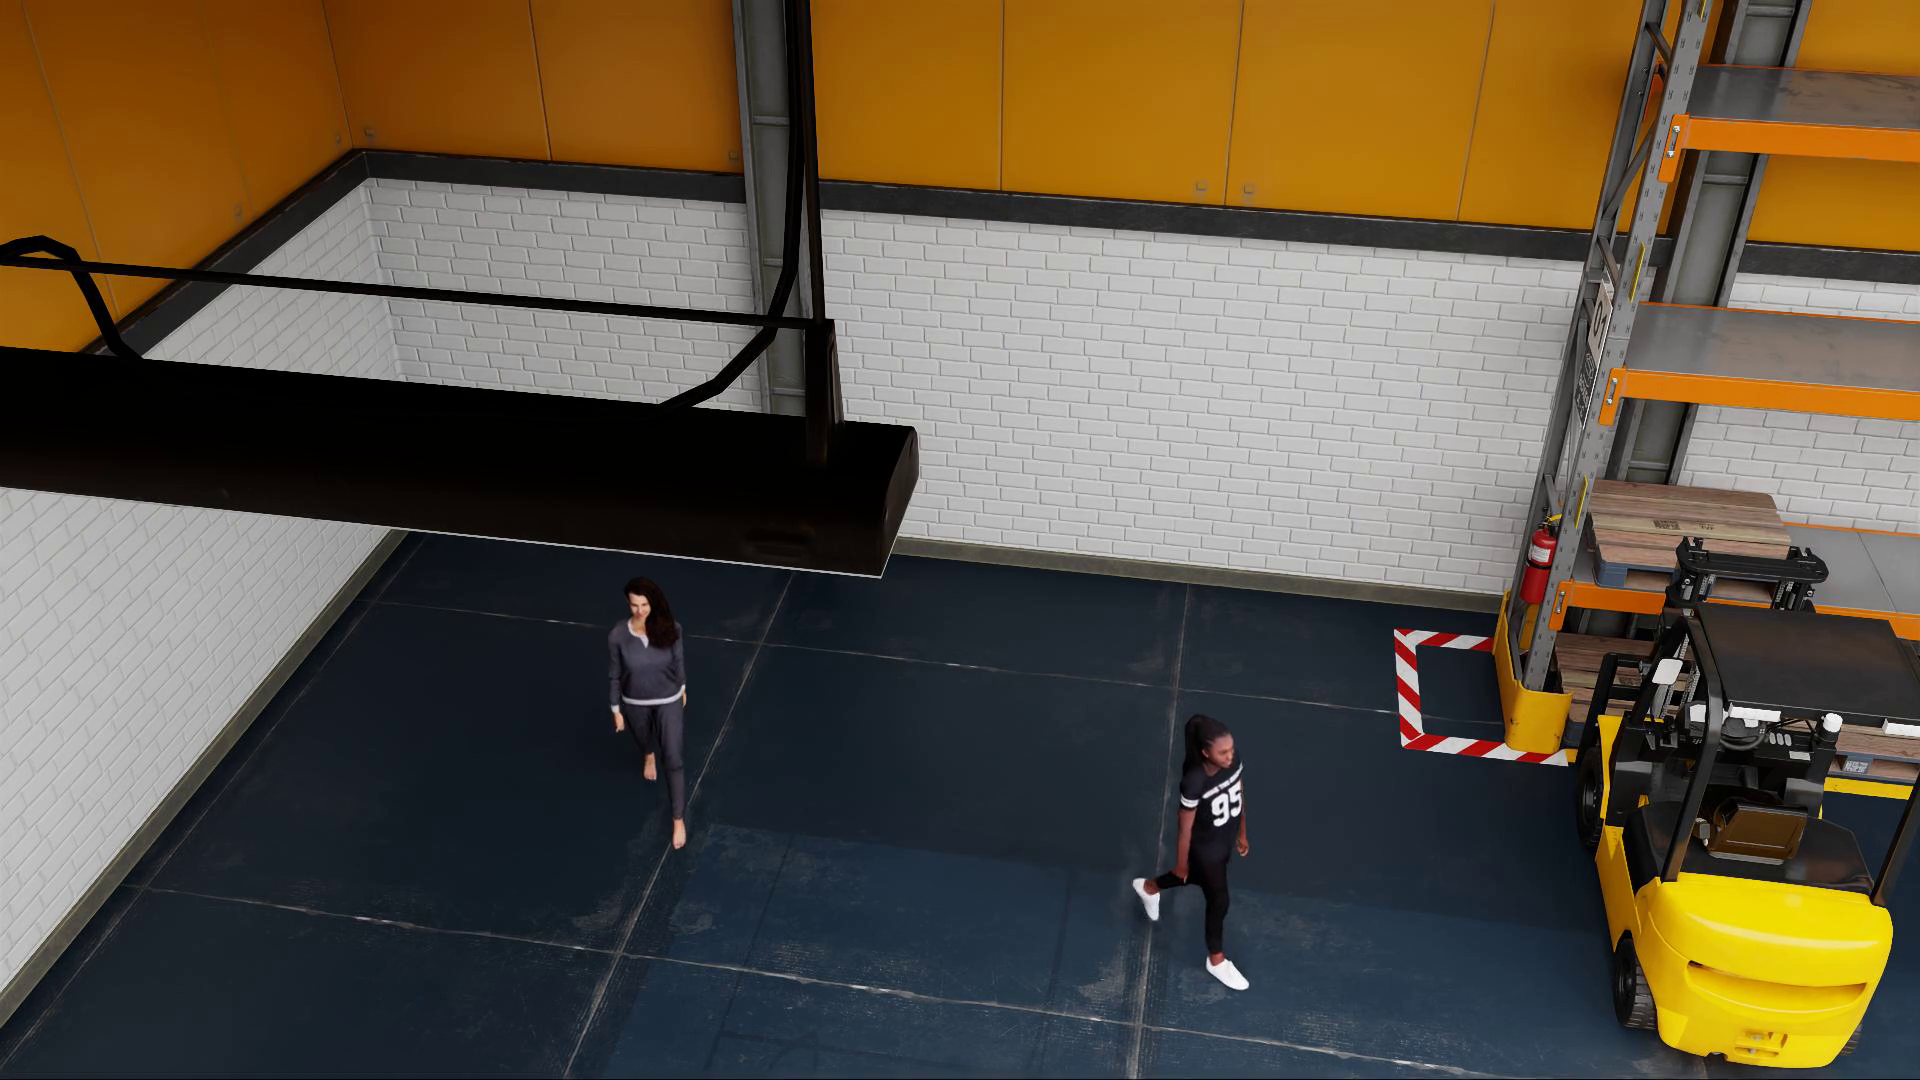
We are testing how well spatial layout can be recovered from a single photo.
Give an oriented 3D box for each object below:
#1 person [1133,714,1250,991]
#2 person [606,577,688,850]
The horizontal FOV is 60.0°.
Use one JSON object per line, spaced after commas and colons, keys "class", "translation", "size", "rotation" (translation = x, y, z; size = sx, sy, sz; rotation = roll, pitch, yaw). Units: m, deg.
{"class": "person", "translation": [1.306, 1.641, 9.167], "size": [1.174, 1.702, 0.961], "rotation": [25, 41, 32]}
{"class": "person", "translation": [-1.912, 0.935, 10.209], "size": [1.167, 1.725, 0.993], "rotation": [-8, 34, -11]}
